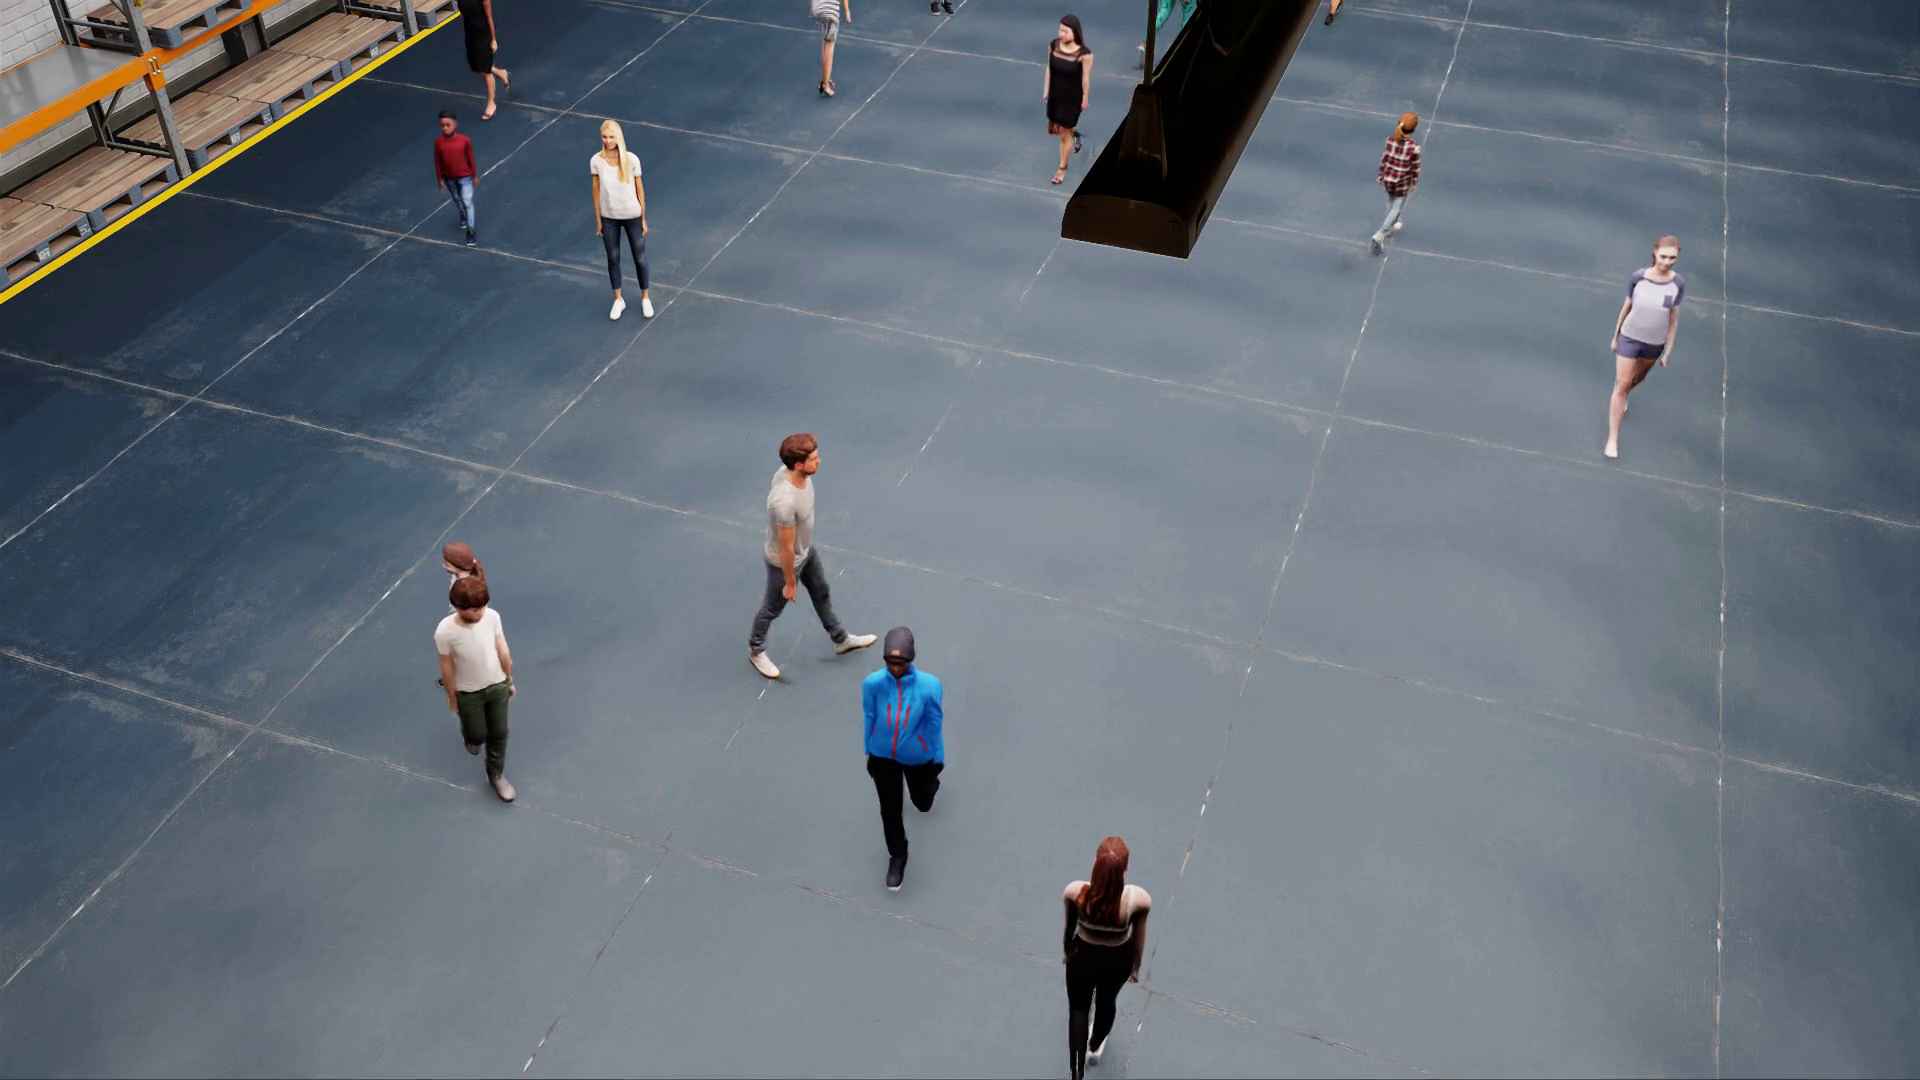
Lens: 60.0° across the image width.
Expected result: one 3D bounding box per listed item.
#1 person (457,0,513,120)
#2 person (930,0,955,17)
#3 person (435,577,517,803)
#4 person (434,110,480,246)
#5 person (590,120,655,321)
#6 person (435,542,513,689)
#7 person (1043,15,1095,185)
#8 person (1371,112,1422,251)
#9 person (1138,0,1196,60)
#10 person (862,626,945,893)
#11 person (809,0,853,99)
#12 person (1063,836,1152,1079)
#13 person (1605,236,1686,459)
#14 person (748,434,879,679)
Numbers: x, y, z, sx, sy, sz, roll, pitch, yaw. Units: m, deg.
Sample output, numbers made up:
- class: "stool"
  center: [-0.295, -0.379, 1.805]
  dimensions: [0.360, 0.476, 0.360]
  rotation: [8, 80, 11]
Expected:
- class: "person"
  center: [-5.048, -5.372, 17.676]
  dimensions: [0.660, 1.733, 0.889]
  rotation: [17, 42, 21]
- class: "person"
  center: [-0.286, -7.193, 19.973]
  dimensions: [0.733, 1.711, 0.795]
  rotation: [-11, 40, -13]
- class: "person"
  center: [-2.897, 0.836, 9.981]
  dimensions: [0.888, 1.634, 0.901]
  rotation: [-20, 43, -24]
- class: "person"
  center: [-4.744, -3.473, 15.701]
  dimensions: [0.702, 1.228, 0.917]
  rotation: [-1, 39, -2]
- class: "person"
  center: [-2.919, -2.767, 14.352]
  dimensions: [0.659, 1.809, 0.640]
  rotation: [-3, 39, -3]
- class: "person"
  center: [-3.146, 0.460, 10.888]
  dimensions: [0.795, 1.090, 0.720]
  rotation: [-19, 42, -22]
- class: "person"
  center: [1.084, -4.382, 16.461]
  dimensions: [0.796, 1.701, 0.935]
  rotation: [25, 45, 28]
- class: "person"
  center: [4.045, -3.336, 15.482]
  dimensions: [0.745, 1.288, 0.948]
  rotation: [30, 48, 32]
- class: "person"
  center: [2.395, -6.246, 18.760]
  dimensions: [1.181, 1.745, 0.954]
  rotation: [-29, 47, -31]
- class: "person"
  center: [-0.308, 1.156, 9.464]
  dimensions: [0.755, 1.778, 1.050]
  rotation: [5, 39, 6]
- class: "person"
  center: [-1.504, -5.640, 17.951]
  dimensions: [0.699, 1.807, 0.713]
  rotation: [25, 45, 28]
- class: "person"
  center: [0.689, 2.177, 8.227]
  dimensions: [0.687, 1.727, 0.977]
  rotation: [6, 39, 7]
- class: "person"
  center: [5.313, -1.584, 12.940]
  dimensions: [0.622, 1.722, 1.150]
  rotation: [11, 40, 13]
- class: "person"
  center: [-1.156, 0.097, 10.732]
  dimensions: [0.987, 1.851, 1.106]
  rotation: [10, 40, 13]
